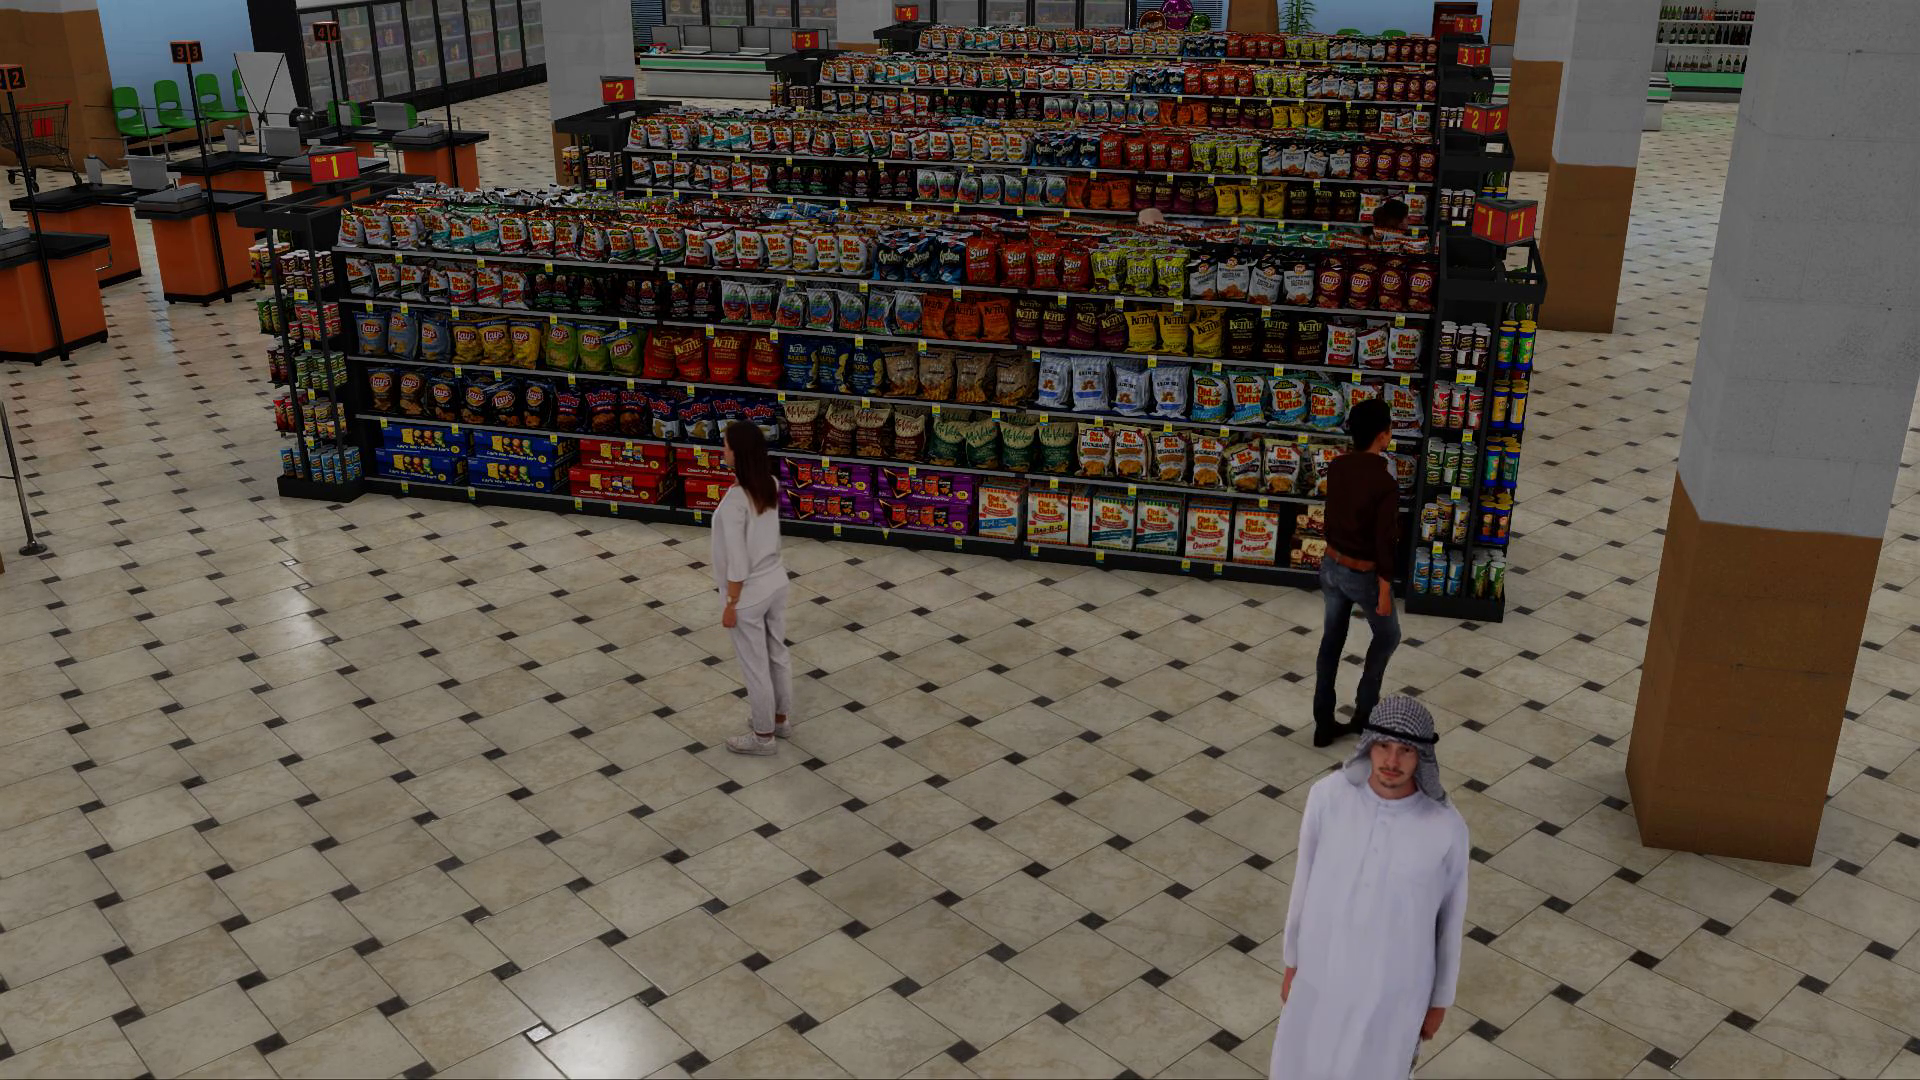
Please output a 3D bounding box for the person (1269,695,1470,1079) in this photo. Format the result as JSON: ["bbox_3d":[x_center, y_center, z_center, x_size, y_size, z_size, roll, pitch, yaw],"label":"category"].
[{"bbox_3d":[1.240,1.301,5.074,1.059,1.905,0.881,11,24,25],"label":"person"}]

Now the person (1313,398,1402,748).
[{"bbox_3d":[1.839,0.196,8.006,0.887,1.770,0.821,-14,26,-30],"label":"person"}]

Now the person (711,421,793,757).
[{"bbox_3d":[-0.991,0.233,8.024,0.573,1.688,0.625,9,24,21],"label":"person"}]
